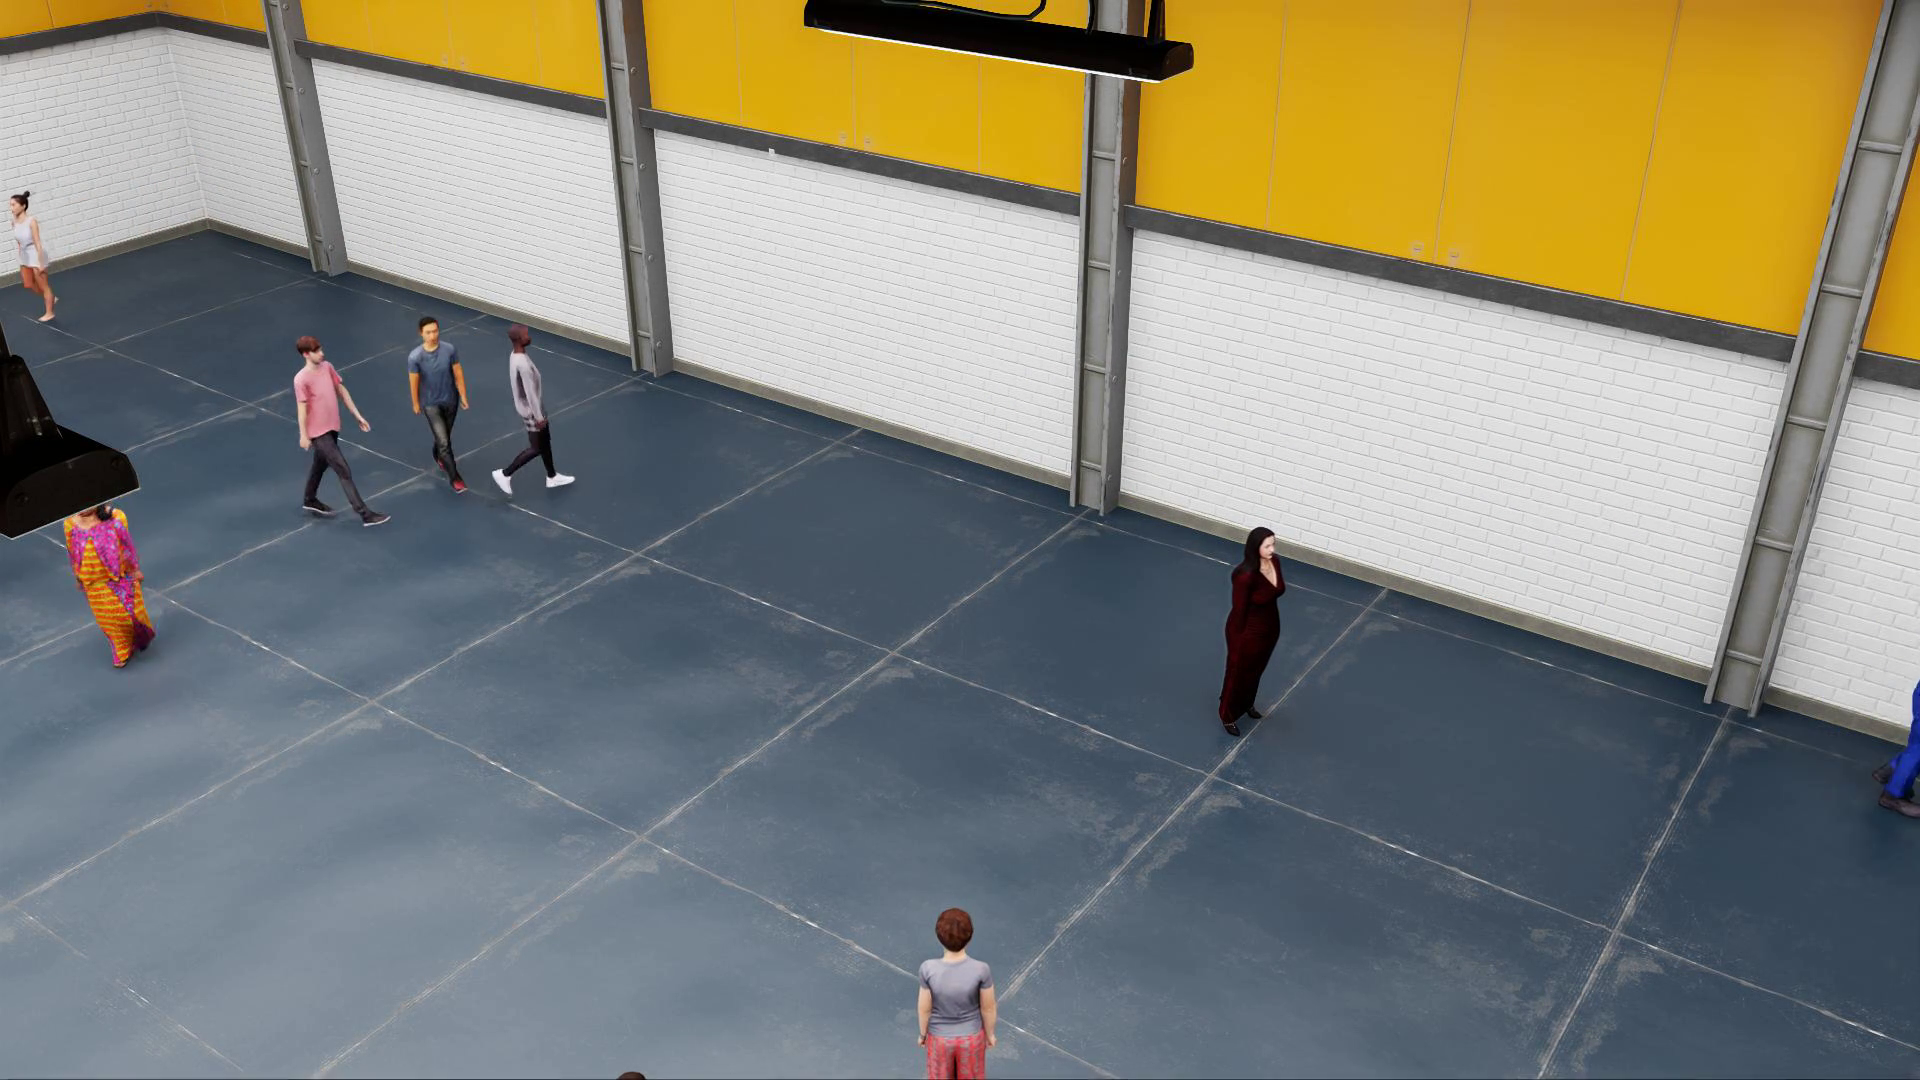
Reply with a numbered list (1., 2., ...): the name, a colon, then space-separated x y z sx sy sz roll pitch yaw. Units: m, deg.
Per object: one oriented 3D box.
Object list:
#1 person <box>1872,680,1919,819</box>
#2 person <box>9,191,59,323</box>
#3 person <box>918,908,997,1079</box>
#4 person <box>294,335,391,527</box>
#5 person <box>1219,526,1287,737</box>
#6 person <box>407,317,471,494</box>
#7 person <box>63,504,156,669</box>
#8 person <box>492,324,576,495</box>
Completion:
1. person: 6.813 1.135 11.801 0.676 1.833 0.640 17 33 28
2. person: -11.401 -3.516 20.570 0.609 1.601 0.698 11 31 20
3. person: -0.024 2.716 9.095 0.634 1.650 0.727 1 29 1
4. person: -6.079 -1.026 15.693 1.330 1.900 0.968 6 29 11
5. person: 2.229 0.671 12.733 0.639 1.756 0.685 23 36 35
6. person: -5.202 -1.392 16.518 0.884 1.754 1.251 -19 34 -31
7. person: -6.965 0.232 13.628 0.856 1.669 0.915 -7 29 -12
8. person: -4.254 -1.244 16.242 1.062 1.757 1.065 -10 30 -17
